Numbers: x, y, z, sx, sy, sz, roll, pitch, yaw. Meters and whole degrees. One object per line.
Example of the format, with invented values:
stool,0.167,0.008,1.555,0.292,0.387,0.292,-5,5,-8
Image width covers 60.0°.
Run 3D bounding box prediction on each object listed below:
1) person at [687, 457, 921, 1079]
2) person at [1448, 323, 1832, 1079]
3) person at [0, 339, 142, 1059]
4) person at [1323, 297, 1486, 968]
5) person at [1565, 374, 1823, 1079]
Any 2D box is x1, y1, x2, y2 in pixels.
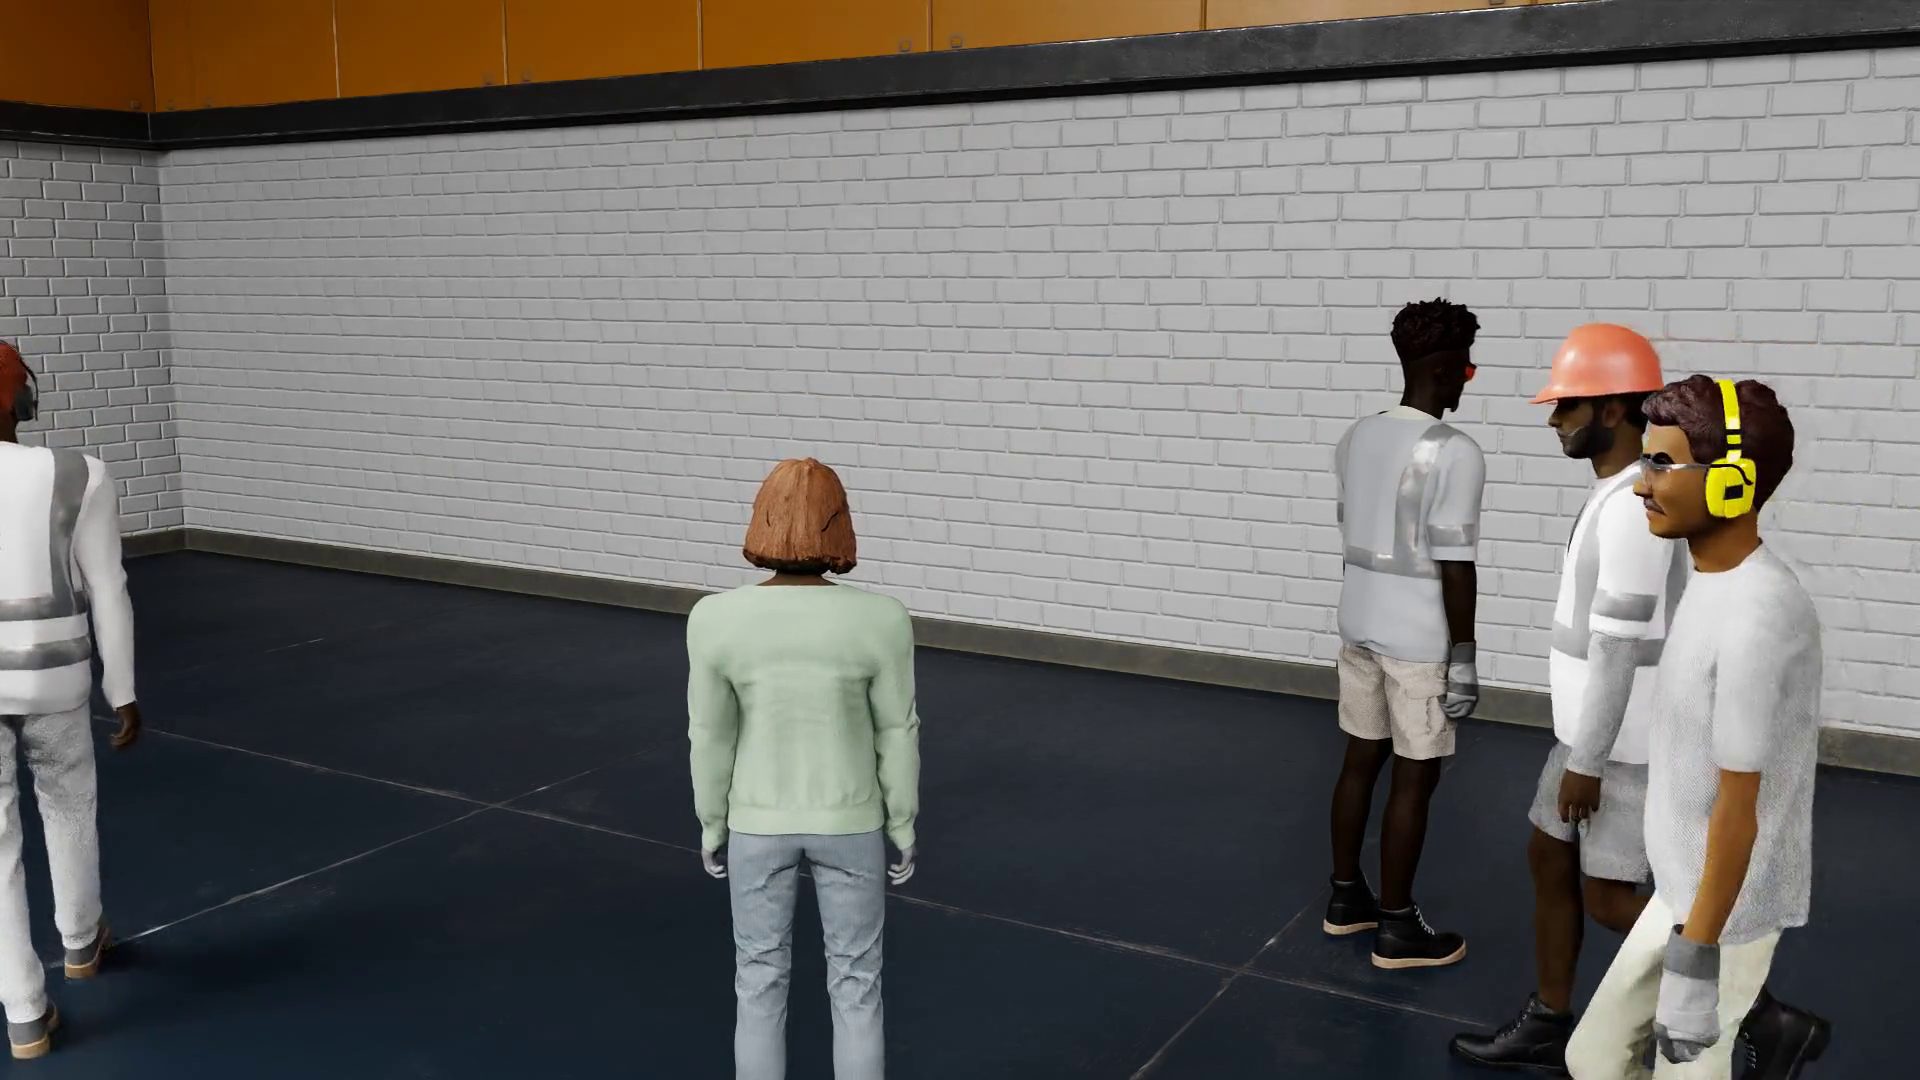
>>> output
person,-0.335,0.635,3.626,0.500,1.633,0.281,0,9,1
person,1.653,0.442,3.982,0.775,1.913,0.543,3,9,16
person,-2.564,0.384,4.502,0.606,1.850,0.869,-5,10,-28
person,1.319,0.272,4.895,0.378,1.958,0.607,-3,10,-21
person,1.266,0.641,2.890,0.402,1.856,0.556,3,10,18
